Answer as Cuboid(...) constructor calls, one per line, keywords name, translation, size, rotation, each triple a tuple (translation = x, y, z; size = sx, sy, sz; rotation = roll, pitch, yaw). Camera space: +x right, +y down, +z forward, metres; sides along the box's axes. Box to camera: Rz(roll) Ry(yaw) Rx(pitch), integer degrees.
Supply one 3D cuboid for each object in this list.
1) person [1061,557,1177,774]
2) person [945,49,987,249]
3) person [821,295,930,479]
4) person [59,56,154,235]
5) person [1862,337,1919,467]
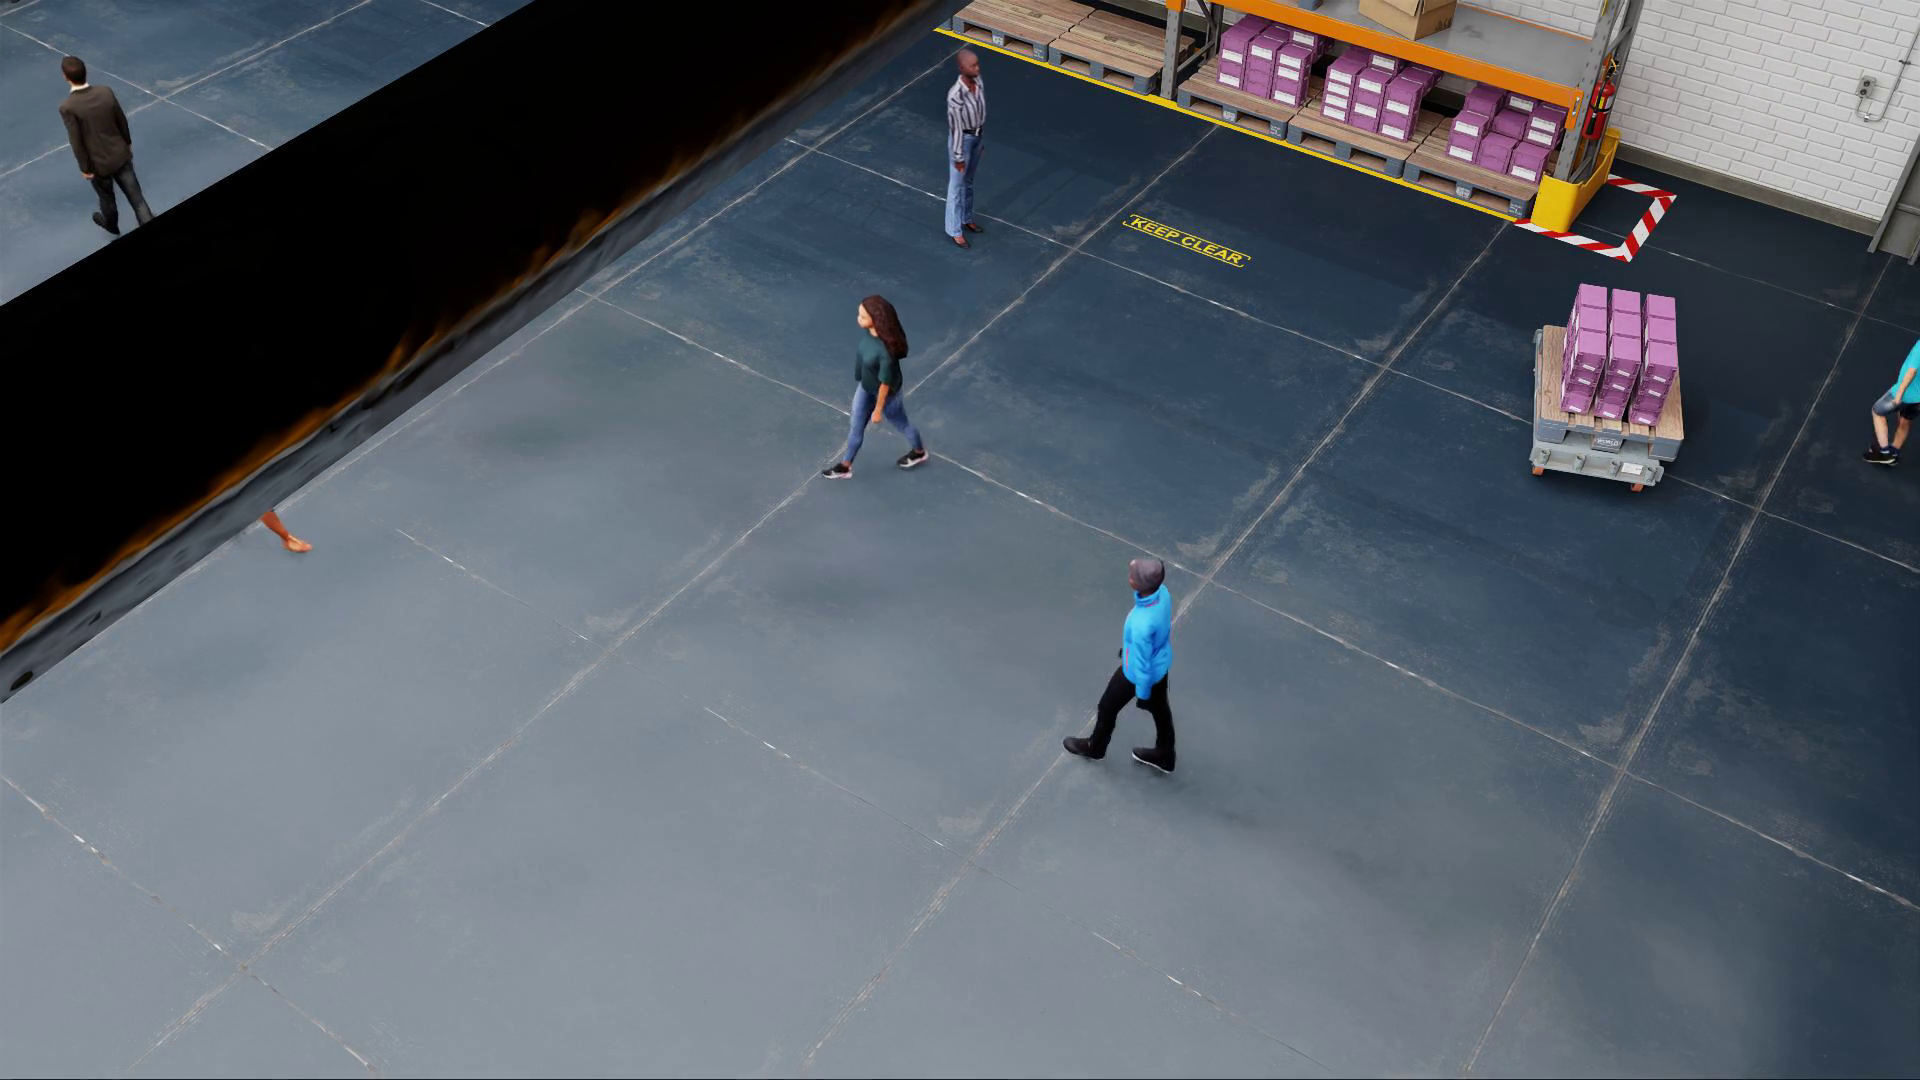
Cuboid(name="person", translation=(1.199, 0.806, 9.995), size=(0.975, 1.769, 0.685), rotation=(21, 47, 20))
Cuboid(name="person", translation=(0.042, -3.413, 14.405), size=(0.549, 1.795, 0.628), rotation=(21, 48, 21))
Cuboid(name="person", translation=(-0.492, -1.092, 12.133), size=(1.031, 1.569, 1.098), rotation=(-16, 46, -16))
Cuboid(name="person", translation=(-7.256, -3.255, 14.253), size=(1.047, 1.776, 0.762), rotation=(29, 51, 27))
Cuboid(name="person", translation=(7.075, -1.095, 12.233), size=(0.638, 1.436, 0.674), rotation=(-17, 46, -17))
